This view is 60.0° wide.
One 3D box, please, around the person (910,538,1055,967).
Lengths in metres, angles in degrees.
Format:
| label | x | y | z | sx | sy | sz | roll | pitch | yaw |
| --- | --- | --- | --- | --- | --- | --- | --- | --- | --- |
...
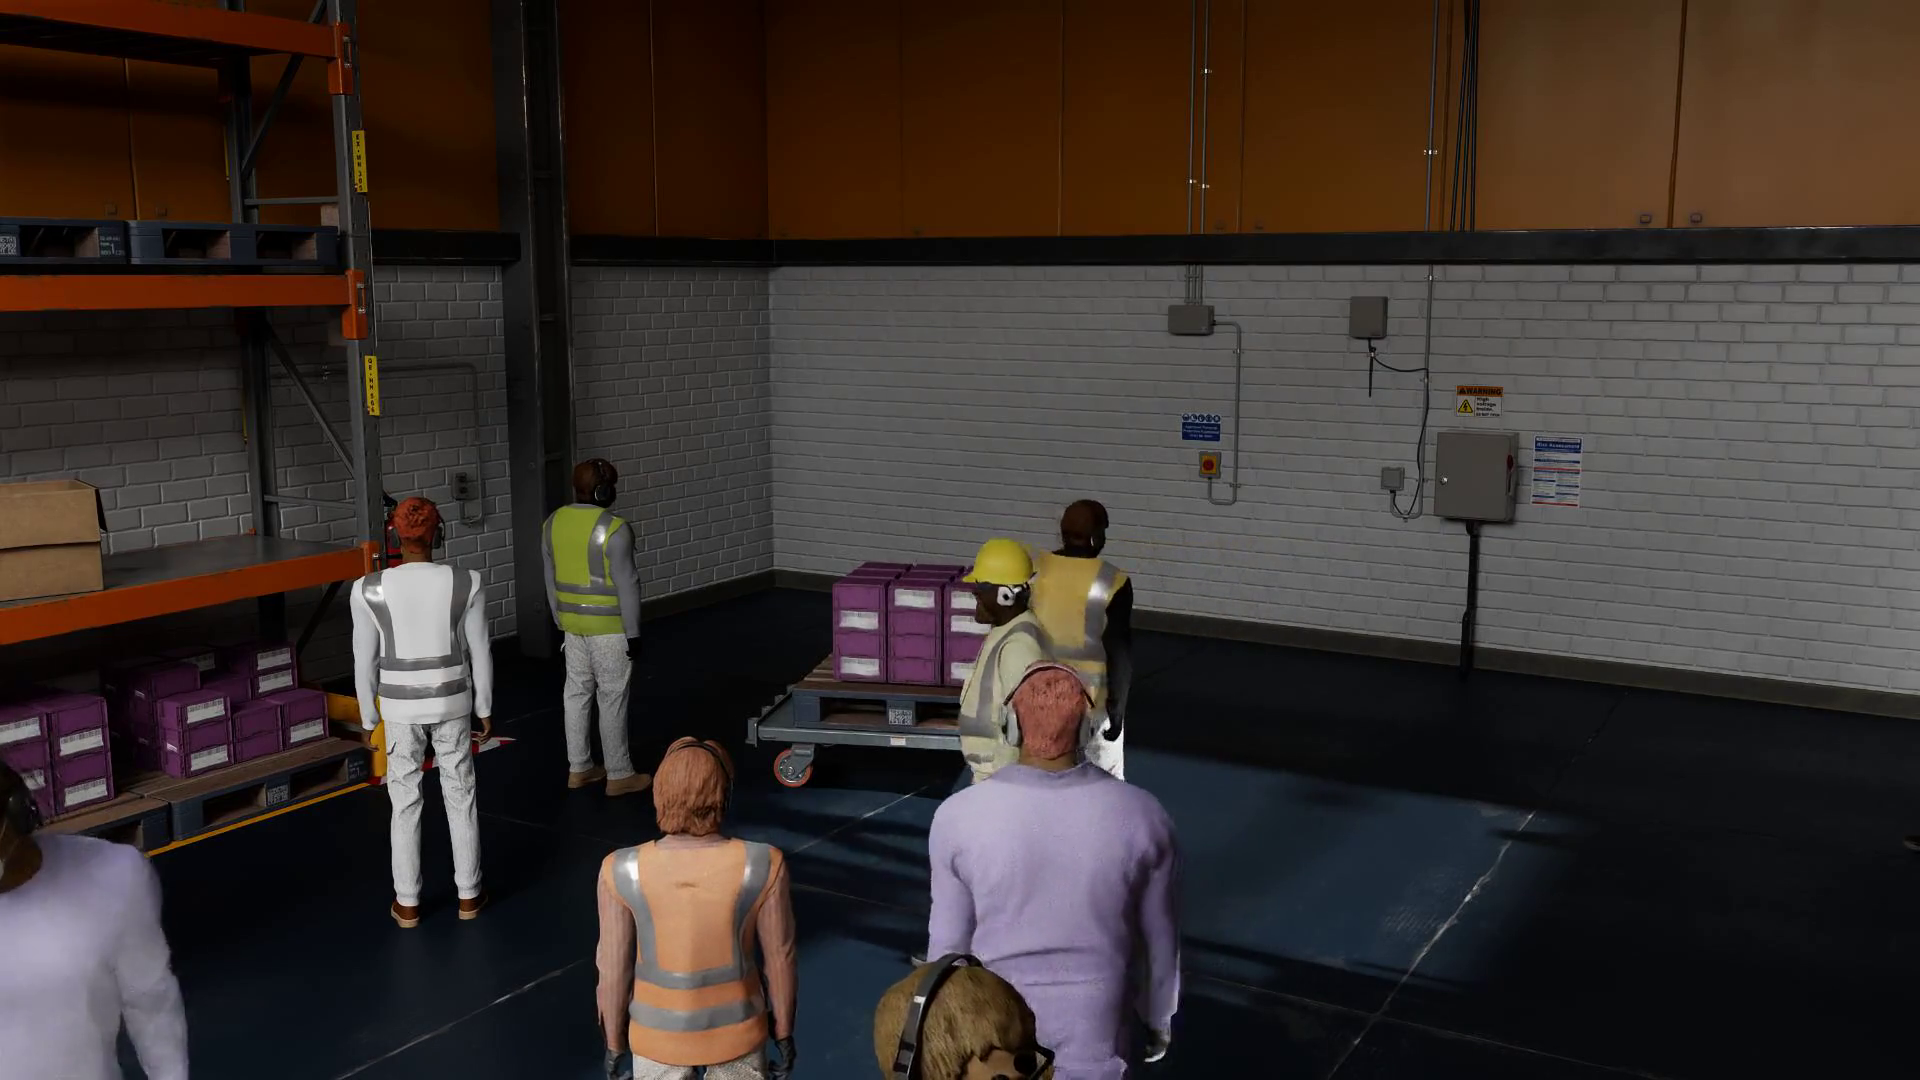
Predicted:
| label | x | y | z | sx | sy | sz | roll | pitch | yaw |
| --- | --- | --- | --- | --- | --- | --- | --- | --- | --- |
| person | 0.269 | 0.881 | 6.665 | 0.857 | 1.803 | 0.587 | -1 | 9 | -5 |

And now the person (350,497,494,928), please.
| label | x | y | z | sx | sy | sz | roll | pitch | yaw |
| --- | --- | --- | --- | --- | --- | --- | --- | --- | --- |
| person | -2.323 | 0.748 | 7.246 | 0.574 | 1.883 | 0.356 | -3 | 10 | -19 |

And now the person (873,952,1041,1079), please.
| label | x | y | z | sx | sy | sz | roll | pitch | yaw |
| --- | --- | --- | --- | --- | --- | --- | --- | --- | --- |
| person | -0.026 | 1.506 | 2.339 | 0.372 | 1.941 | 0.627 | 4 | 10 | 25 |

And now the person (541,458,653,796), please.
| label | x | y | z | sx | sy | sz | roll | pitch | yaw |
| --- | --- | --- | --- | --- | --- | --- | --- | --- | --- |
| person | -1.970 | 0.471 | 9.099 | 0.634 | 1.842 | 0.429 | 6 | 11 | 32 |

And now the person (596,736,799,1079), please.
| label | x | y | z | sx | sy | sz | roll | pitch | yaw |
| --- | --- | --- | --- | --- | --- | --- | --- | --- | --- |
| person | -0.684 | 1.328 | 4.380 | 0.523 | 1.639 | 0.309 | -1 | 9 | -8 |

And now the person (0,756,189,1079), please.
| label | x | y | z | sx | sy | sz | roll | pitch | yaw |
| --- | --- | --- | --- | --- | --- | --- | --- | --- | --- |
| person | -2.015 | 1.329 | 3.590 | 0.461 | 1.903 | 0.670 | 8 | 12 | 41 |

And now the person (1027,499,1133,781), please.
| label | x | y | z | sx | sy | sz | roll | pitch | yaw |
| --- | --- | --- | --- | --- | --- | --- | --- | --- | --- |
| person | 0.575 | 0.698 | 7.817 | 0.630 | 1.791 | 0.945 | 5 | 11 | 30 |

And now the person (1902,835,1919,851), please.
| label | x | y | z | sx | sy | sz | roll | pitch | yaw |
| --- | --- | --- | --- | --- | --- | --- | --- | --- | --- |
| person | 4.951 | 0.660 | 8.000 | 0.544 | 1.816 | 0.600 | 3 | 9 | 16 |

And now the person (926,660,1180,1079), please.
| label | x | y | z | sx | sy | sz | roll | pitch | yaw |
| --- | --- | --- | --- | --- | --- | --- | --- | --- | --- |
| person | 0.245 | 1.236 | 4.314 | 0.664 | 1.860 | 1.007 | 0 | 9 | -1 |
